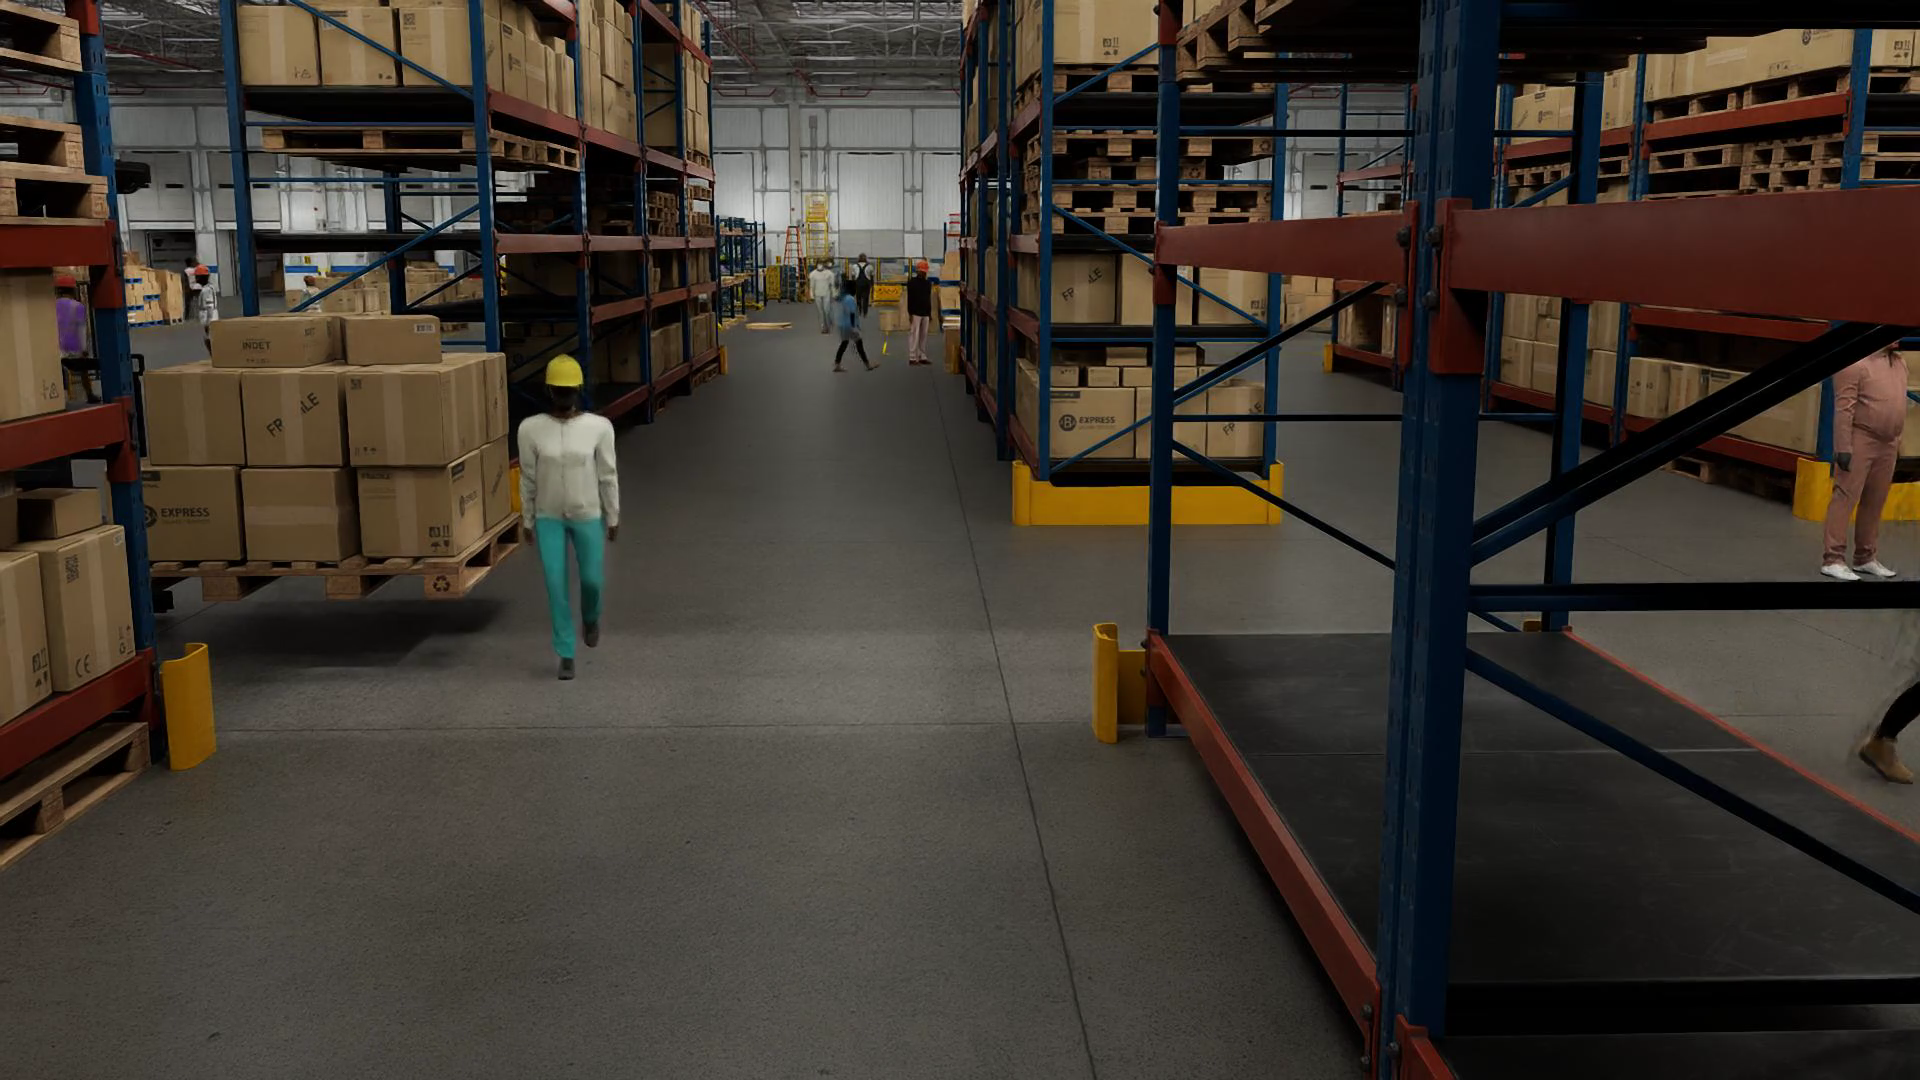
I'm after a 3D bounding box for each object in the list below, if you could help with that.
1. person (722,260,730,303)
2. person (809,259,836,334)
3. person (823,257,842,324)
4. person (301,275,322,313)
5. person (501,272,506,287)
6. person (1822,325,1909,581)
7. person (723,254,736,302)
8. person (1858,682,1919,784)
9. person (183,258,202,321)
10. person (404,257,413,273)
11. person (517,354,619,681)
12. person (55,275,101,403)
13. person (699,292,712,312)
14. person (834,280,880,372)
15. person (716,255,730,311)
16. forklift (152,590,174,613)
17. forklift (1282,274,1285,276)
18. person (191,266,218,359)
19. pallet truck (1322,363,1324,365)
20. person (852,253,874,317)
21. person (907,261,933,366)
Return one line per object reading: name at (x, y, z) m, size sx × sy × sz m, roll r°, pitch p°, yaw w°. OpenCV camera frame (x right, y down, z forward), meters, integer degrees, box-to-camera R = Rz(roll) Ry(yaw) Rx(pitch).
person at (-8.569, -9.504, 61.399) m, size 0.720 × 1.667 × 0.552 m, roll -1°, pitch 10°, yaw -4°
person at (-3.523, -6.181, 42.316) m, size 0.667 × 1.893 × 0.800 m, roll 2°, pitch 10°, yaw 9°
person at (-3.668, -7.085, 47.316) m, size 0.628 × 1.909 × 0.763 m, roll -2°, pitch 10°, yaw -9°
person at (-13.703, -4.774, 35.183) m, size 0.310 × 1.637 × 0.520 m, roll 5°, pitch 11°, yaw 24°
person at (-15.866, -9.064, 58.666) m, size 0.949 × 1.795 × 0.623 m, roll 1°, pitch 10°, yaw 6°
person at (6.338, -0.663, 11.565) m, size 0.644 × 1.900 × 0.401 m, roll -4°, pitch 11°, yaw -23°
person at (-8.873, -10.052, 63.923) m, size 0.984 × 1.887 × 0.607 m, roll 9°, pitch 14°, yaw 42°
person at (4.252, 0.285, 6.945) m, size 0.539 × 1.652 × 0.877 m, roll -6°, pitch 12°, yaw -31°
person at (-22.548, -7.325, 48.815) m, size 1.078 × 1.844 × 0.641 m, roll 5°, pitch 12°, yaw 28°
person at (-17.710, -8.124, 53.252) m, size 0.545 × 1.857 × 0.421 m, roll 5°, pitch 11°, yaw 24°
person at (-2.128, -0.147, 9.075) m, size 0.523 × 1.753 × 0.570 m, roll -2°, pitch 10°, yaw -11°
person at (-12.253, -2.693, 22.905) m, size 0.561 × 1.884 × 0.980 m, roll 0°, pitch 10°, yaw 1°
person at (-5.313, -4.647, 33.869) m, size 0.595 × 1.859 × 0.811 m, roll -4°, pitch 11°, yaw -19°
person at (-1.911, -3.848, 30.000) m, size 0.827 × 1.642 × 0.545 m, roll -4°, pitch 11°, yaw -20°
person at (-8.083, -8.655, 56.038) m, size 0.559 × 1.911 × 0.593 m, roll 1°, pitch 10°, yaw 5°
forklift at (-5.858, -0.811, 9.639) m, size 1.873 × 2.768 × 1.129 m, roll -1°, pitch 10°, yaw -3°
forklift at (12.154, -10.737, 64.933) m, size 1.129 × 2.768 × 1.873 m, roll 0°, pitch 10°, yaw -2°
person at (-13.174, -3.823, 29.133) m, size 0.443 × 1.924 × 0.598 m, roll -5°, pitch 11°, yaw -24°
pallet truck at (7.712, -4.157, 30.737) m, size 1.885 × 1.965 × 0.823 m, roll 3°, pitch 11°, yaw 16°
person at (-3.023, -7.955, 51.779) m, size 0.692 × 2.000 × 1.043 m, roll 0°, pitch 10°, yaw -2°
person at (-0.737, -4.289, 31.494) m, size 0.405 × 1.987 × 0.615 m, roll 9°, pitch 14°, yaw 43°
